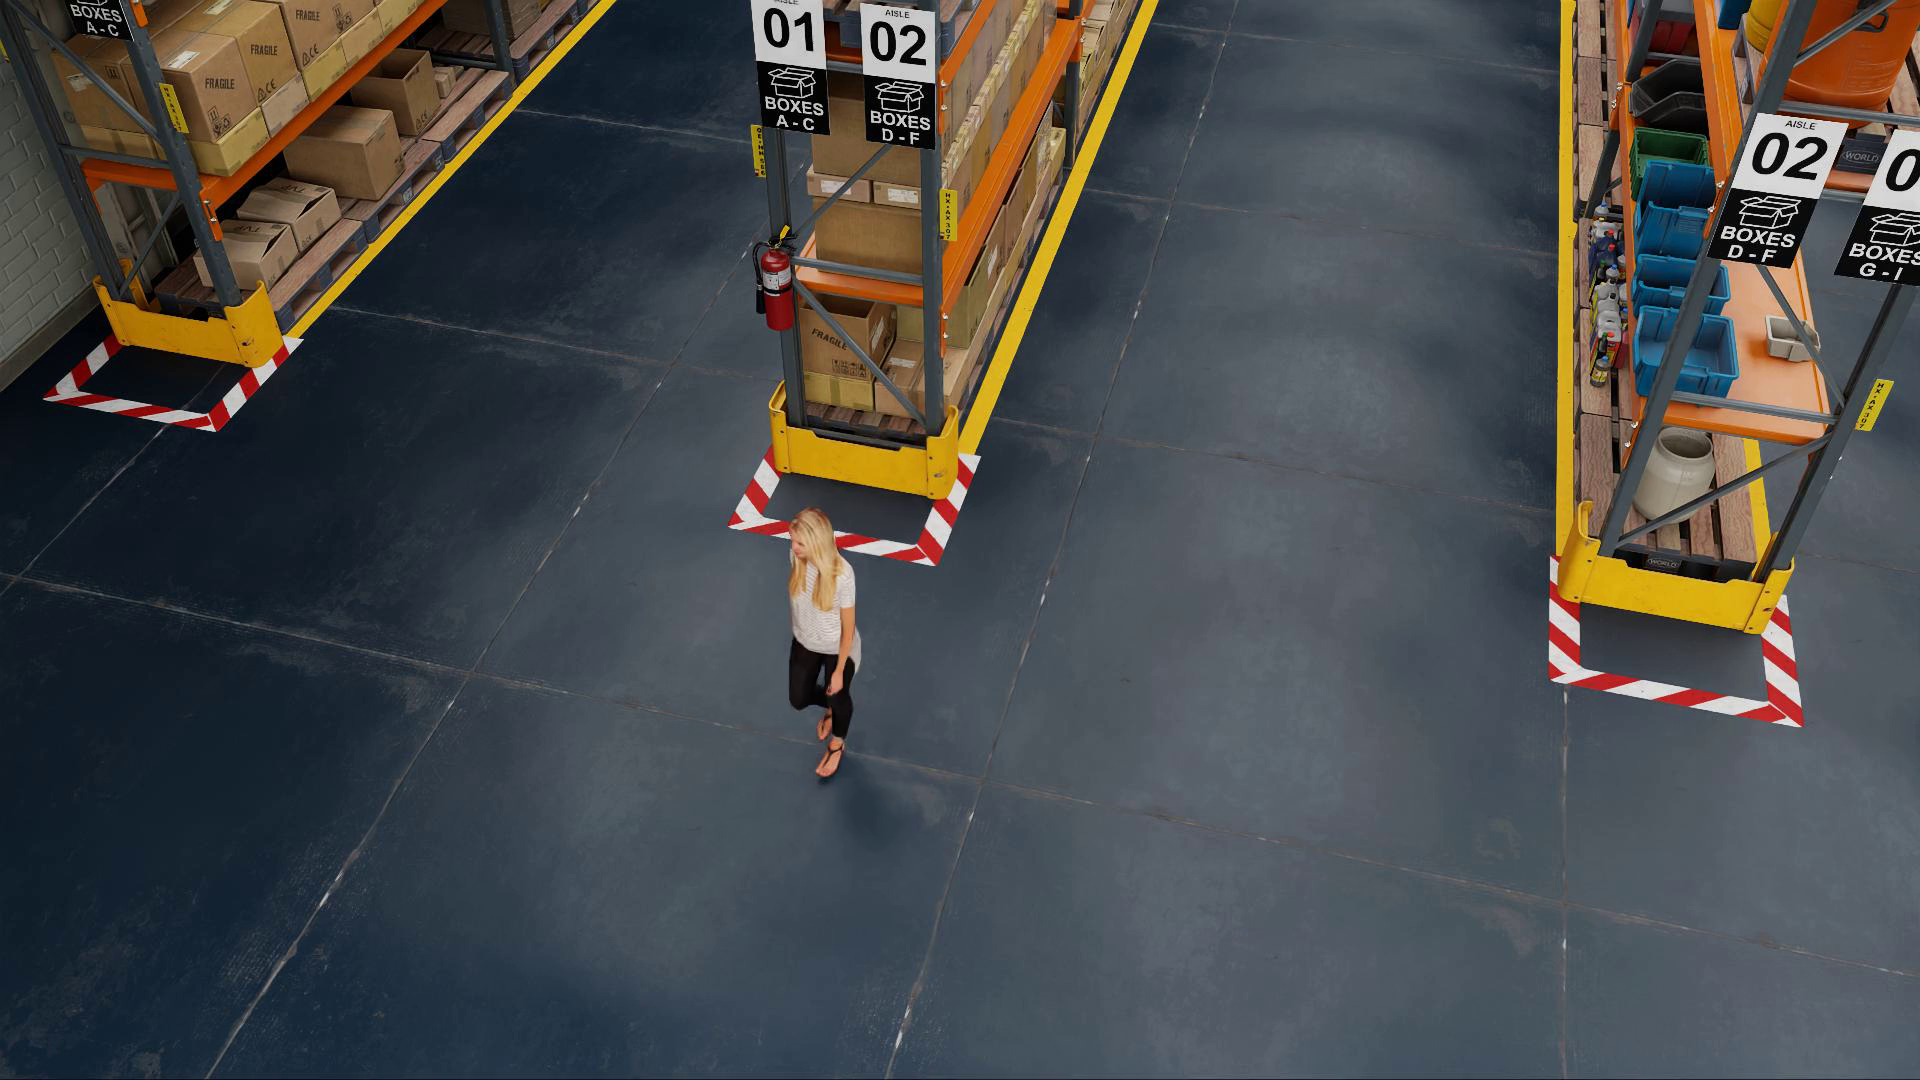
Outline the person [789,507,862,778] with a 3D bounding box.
[{"bbox_3d":[-0.615,0.475,8.406,0.682,1.812,0.760,24,48,23],"label":"person"}]
